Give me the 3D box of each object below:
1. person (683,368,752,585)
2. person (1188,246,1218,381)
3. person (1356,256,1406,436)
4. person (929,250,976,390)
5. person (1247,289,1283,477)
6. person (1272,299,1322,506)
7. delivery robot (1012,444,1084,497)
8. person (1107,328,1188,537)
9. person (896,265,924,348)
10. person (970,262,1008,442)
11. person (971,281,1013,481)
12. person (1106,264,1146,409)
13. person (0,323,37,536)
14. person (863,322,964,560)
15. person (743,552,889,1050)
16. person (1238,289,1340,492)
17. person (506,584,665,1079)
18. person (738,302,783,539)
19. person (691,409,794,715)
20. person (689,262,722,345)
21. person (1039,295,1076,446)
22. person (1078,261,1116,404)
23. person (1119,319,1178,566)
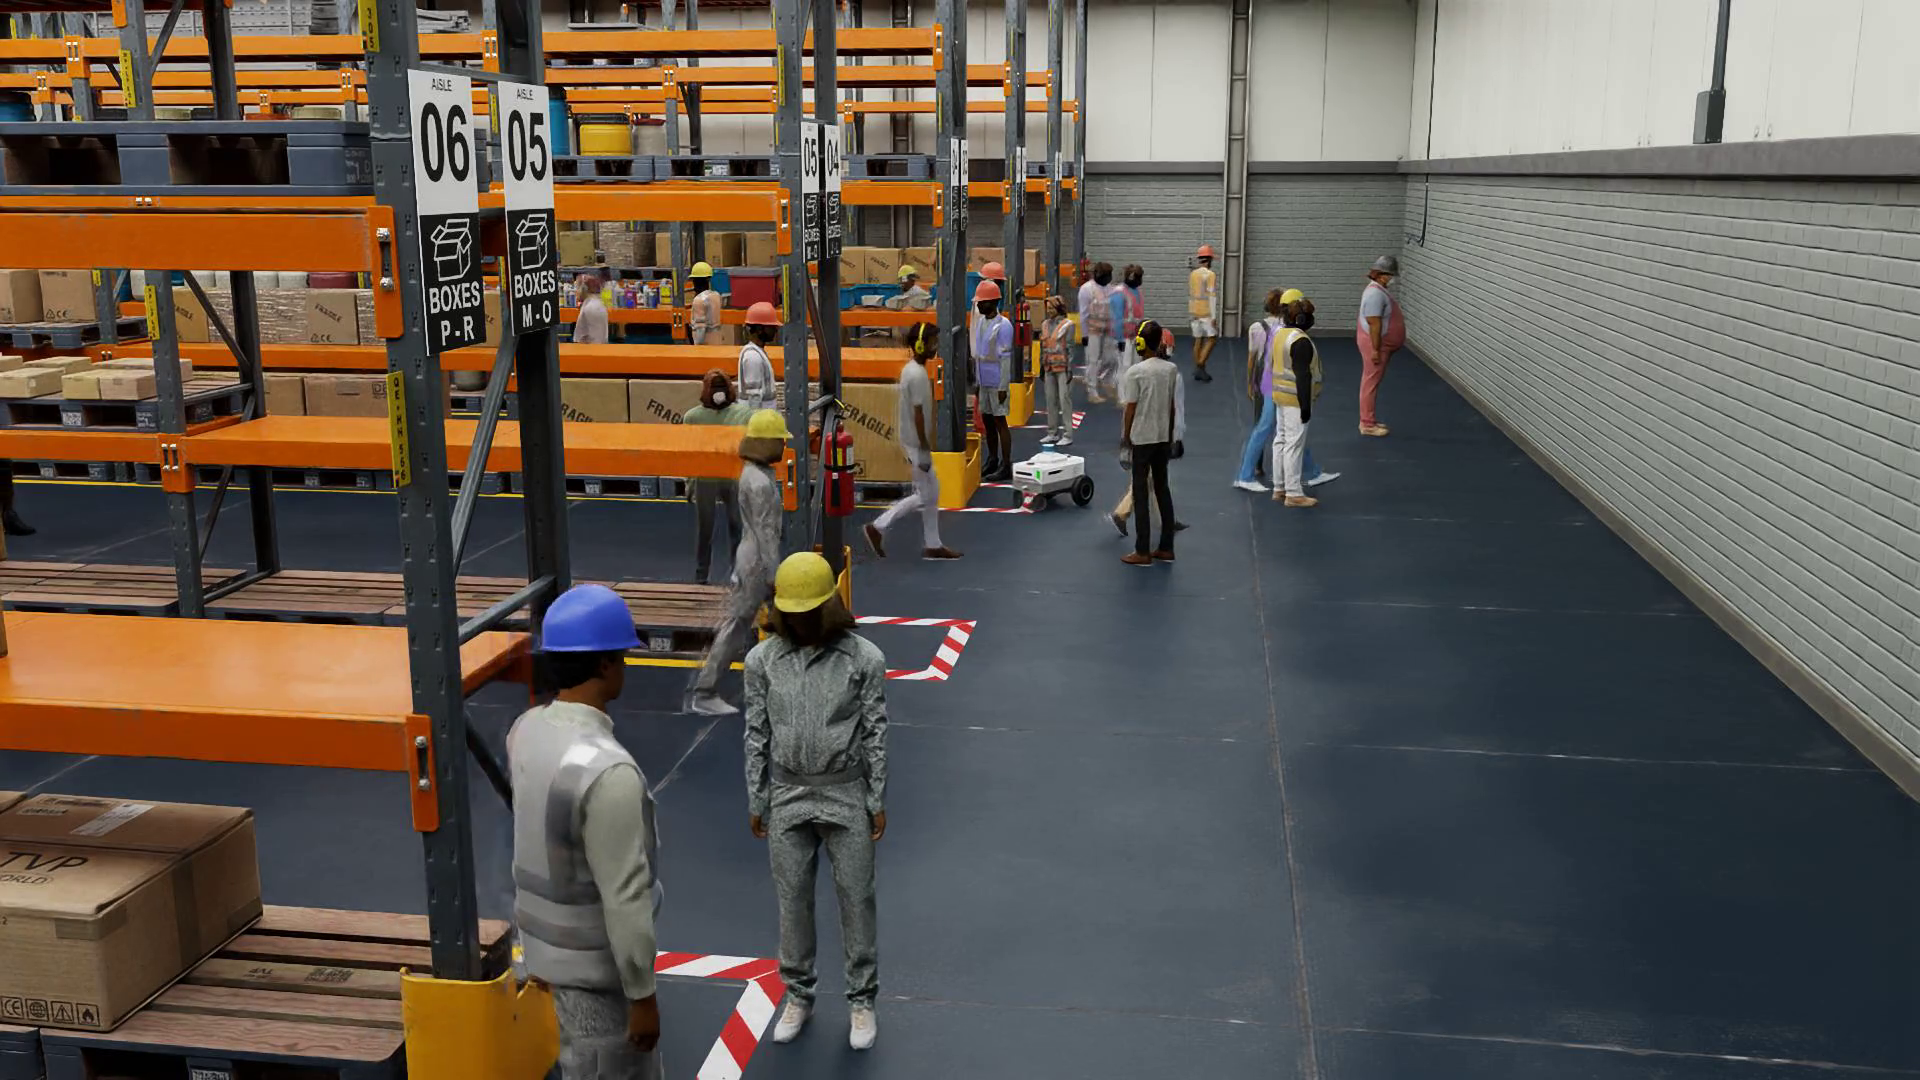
[{"bbox_3d":[-1.688,-0.402,11.651,0.514,1.621,0.318,-6,14,-24],"label":"person"},{"bbox_3d":[3.444,-3.221,23.731,0.536,1.904,0.614,-8,15,-32],"label":"person"},{"bbox_3d":[4.779,-2.221,18.898,0.536,2.000,0.683,3,13,12],"label":"person"},{"bbox_3d":[-0.206,-2.973,22.529,1.010,1.945,0.631,-4,13,-17],"label":"person"},{"bbox_3d":[3.050,-1.515,16.188,0.515,1.837,0.337,4,13,16],"label":"person"},{"bbox_3d":[3.009,-1.230,14.877,0.430,1.845,0.619,-2,13,-9],"label":"person"},{"bbox_3d":[0.786,-0.607,14.779,0.477,0.478,0.707,11,16,40],"label":"delivery robot"},{"bbox_3d":[1.549,-0.867,13.585,0.787,1.704,0.579,-8,15,-31],"label":"person"},{"bbox_3d":[-0.520,-2.590,21.167,0.540,1.786,0.660,-3,13,-15],"label":"person"},{"bbox_3d":[0.315,-2.059,18.318,0.410,1.980,0.626,-2,13,-10],"label":"person"},{"bbox_3d":[0.287,-1.530,16.047,0.392,1.929,0.545,-7,15,-30],"label":"person"},{"bbox_3d":[2.090,-2.549,20.887,0.468,1.820,0.647,8,15,33],"label":"person"},{"bbox_3d":[-7.961,-0.971,13.524,0.630,1.925,0.558,2,13,9],"label":"person"},{"bbox_3d":[-0.349,-0.731,12.614,0.696,1.842,0.548,0,12,-2],"label":"person"},{"bbox_3d":[-0.487,0.878,5.616,0.494,1.729,0.325,1,13,5],"label":"person"},{"bbox_3d":[3.066,-1.363,15.390,0.980,1.867,0.699,3,13,12],"label":"person"},{"bbox_3d":[-1.031,1.073,4.337,0.863,1.914,0.623,-8,15,-32],"label":"person"},{"bbox_3d":[-1.601,-0.953,13.439,0.381,1.931,0.545,-1,13,-4],"label":"person"},{"bbox_3d":[-1.066,0.128,9.101,0.919,1.690,0.502,-1,13,-6],"label":"person"},{"bbox_3d":[-2.949,-2.243,19.259,0.367,1.927,0.587,3,13,12],"label":"person"},{"bbox_3d":[1.061,-1.850,18.158,0.315,1.631,0.524,-11,16,-40],"label":"person"},{"bbox_3d":[1.762,-2.670,21.427,0.656,1.828,0.490,-9,16,-36],"label":"person"},{"bbox_3d":[1.430,-0.731,12.599,0.507,1.861,0.326,-9,15,-36],"label":"person"}]
